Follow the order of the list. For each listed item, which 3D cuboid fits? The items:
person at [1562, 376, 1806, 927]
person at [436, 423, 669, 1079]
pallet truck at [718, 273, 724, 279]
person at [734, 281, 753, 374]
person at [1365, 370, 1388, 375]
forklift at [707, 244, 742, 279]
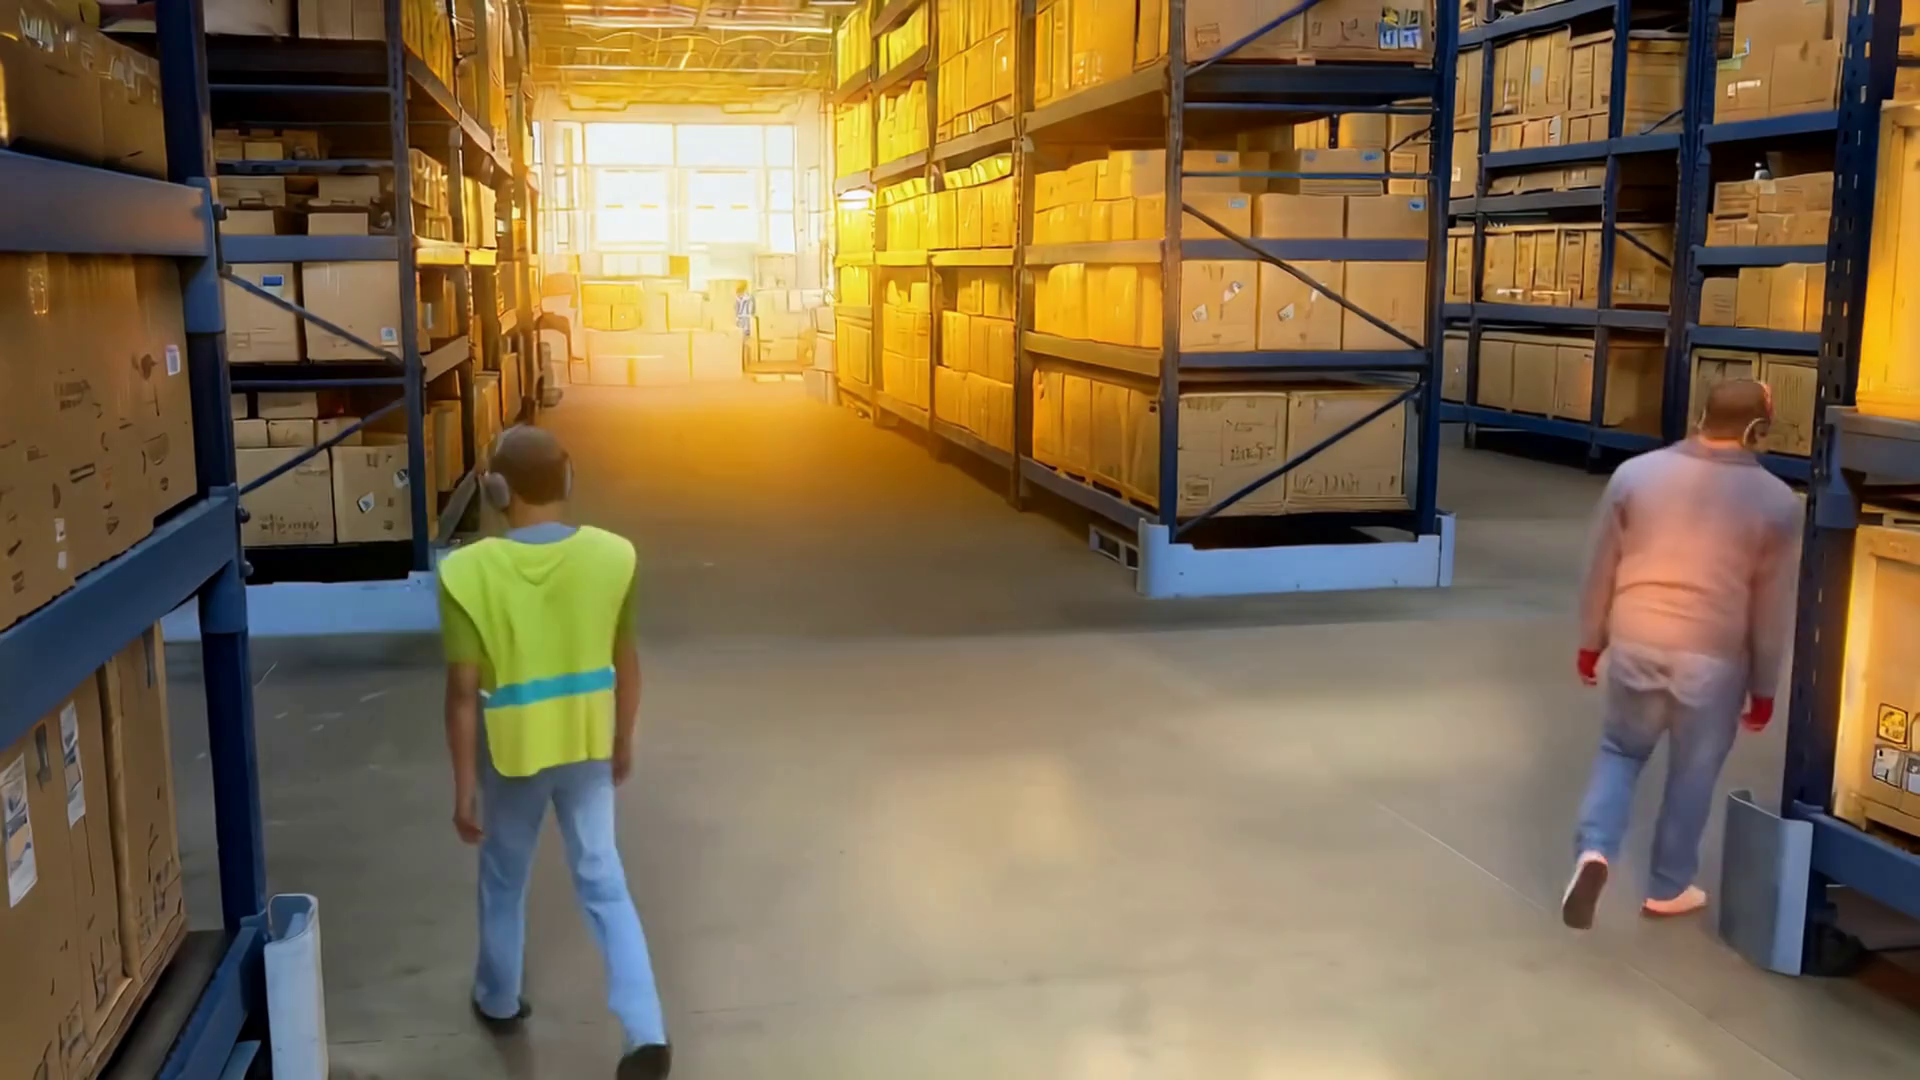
[{"bbox_3d":[2.348,0.404,5.458,0.699,1.867,0.733,7,12,37],"label":"person"},{"bbox_3d":[-1.116,0.585,4.531,0.588,1.806,0.914,-7,11,-35],"label":"person"},{"bbox_3d":[-8.580,-8.986,62.280,1.885,1.965,0.823,1,9,5],"label":"pallet truck"},{"bbox_3d":[-4.551,-4.436,34.755,0.366,1.931,0.542,-8,12,-39],"label":"person"},{"bbox_3d":[3.722,-1.138,15.381,0.319,1.690,0.530,-9,13,-43],"label":"person"},{"bbox_3d":[-6.214,-6.448,44.126,1.873,2.768,1.129,9,13,44],"label":"forklift"}]
